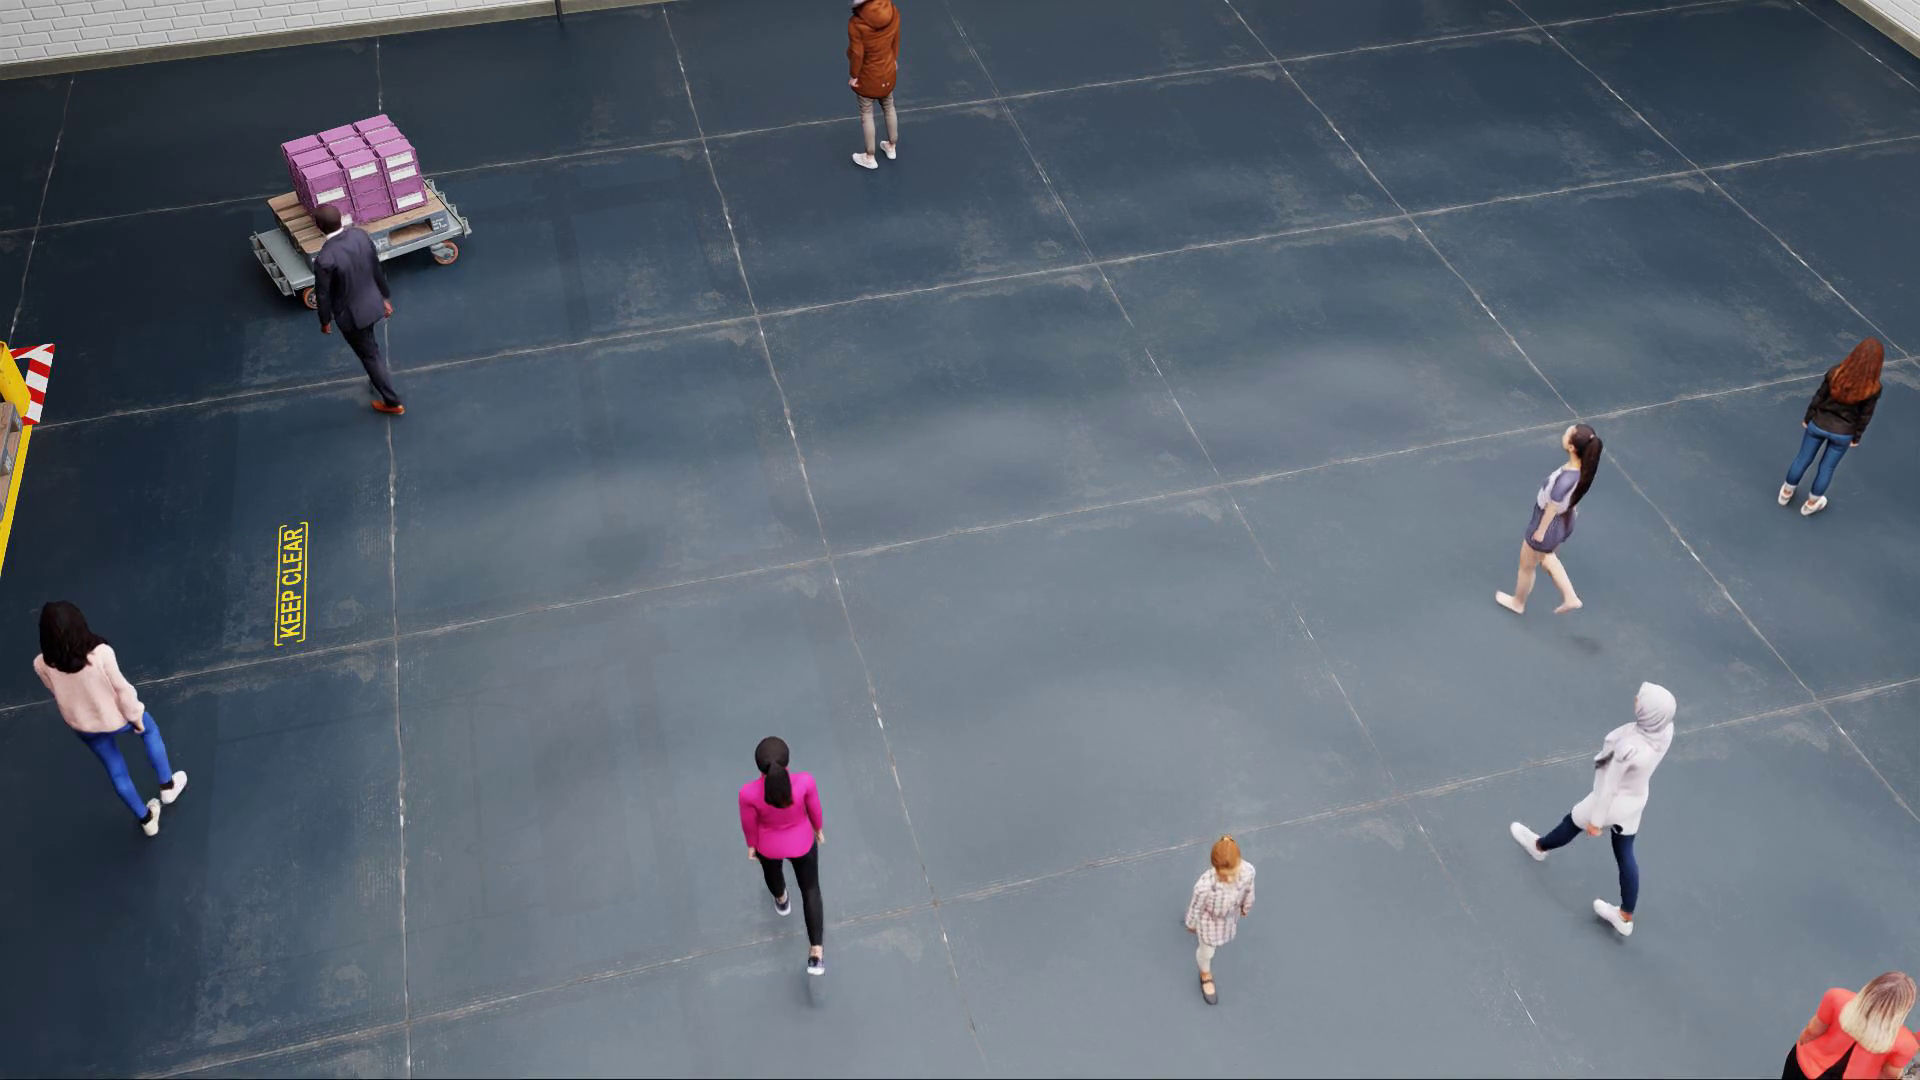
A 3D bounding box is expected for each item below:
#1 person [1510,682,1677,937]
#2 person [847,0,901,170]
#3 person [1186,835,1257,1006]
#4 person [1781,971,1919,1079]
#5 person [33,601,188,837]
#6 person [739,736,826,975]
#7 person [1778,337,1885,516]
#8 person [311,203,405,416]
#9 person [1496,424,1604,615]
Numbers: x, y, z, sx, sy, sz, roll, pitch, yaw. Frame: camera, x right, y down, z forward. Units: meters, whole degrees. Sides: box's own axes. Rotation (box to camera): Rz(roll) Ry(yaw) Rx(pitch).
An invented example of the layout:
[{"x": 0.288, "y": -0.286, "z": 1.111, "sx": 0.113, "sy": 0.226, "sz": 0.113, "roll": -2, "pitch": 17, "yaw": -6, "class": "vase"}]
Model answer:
[{"x": 3.664, "y": 1.500, "z": 9.128, "sx": 0.861, "sy": 1.730, "sz": 1.205, "roll": -23, "pitch": 48, "yaw": -22, "class": "person"}, {"x": -0.770, "y": -4.258, "z": 15.092, "sx": 0.828, "sy": 1.839, "sz": 0.854, "roll": -30, "pitch": 51, "yaw": -28, "class": "person"}, {"x": 1.378, "y": 1.955, "z": 8.970, "sx": 0.590, "sy": 1.288, "sz": 0.794, "roll": -19, "pitch": 47, "yaw": -19, "class": "person"}, {"x": 4.208, "y": 2.583, "z": 8.017, "sx": 0.629, "sy": 1.693, "sz": 0.735, "roll": 34, "pitch": 53, "yaw": 30, "class": "person"}, {"x": -4.910, "y": 1.096, "z": 9.535, "sx": 0.651, "sy": 1.753, "sz": 0.673, "roll": -9, "pitch": 44, "yaw": -9, "class": "person"}, {"x": -0.926, "y": 1.695, "z": 8.962, "sx": 0.616, "sy": 1.675, "sz": 1.050, "roll": -8, "pitch": 44, "yaw": -8, "class": "person"}, {"x": 6.155, "y": -0.806, "z": 11.728, "sx": 0.620, "sy": 1.481, "sz": 0.693, "roll": 26, "pitch": 49, "yaw": 25, "class": "person"}, {"x": -4.425, "y": -1.676, "z": 12.405, "sx": 0.930, "sy": 1.807, "sz": 0.865, "roll": 17, "pitch": 46, "yaw": 17, "class": "person"}, {"x": 3.932, "y": -0.056, "z": 10.829, "sx": 0.894, "sy": 1.636, "sz": 0.795, "roll": 35, "pitch": 53, "yaw": 31, "class": "person"}]
